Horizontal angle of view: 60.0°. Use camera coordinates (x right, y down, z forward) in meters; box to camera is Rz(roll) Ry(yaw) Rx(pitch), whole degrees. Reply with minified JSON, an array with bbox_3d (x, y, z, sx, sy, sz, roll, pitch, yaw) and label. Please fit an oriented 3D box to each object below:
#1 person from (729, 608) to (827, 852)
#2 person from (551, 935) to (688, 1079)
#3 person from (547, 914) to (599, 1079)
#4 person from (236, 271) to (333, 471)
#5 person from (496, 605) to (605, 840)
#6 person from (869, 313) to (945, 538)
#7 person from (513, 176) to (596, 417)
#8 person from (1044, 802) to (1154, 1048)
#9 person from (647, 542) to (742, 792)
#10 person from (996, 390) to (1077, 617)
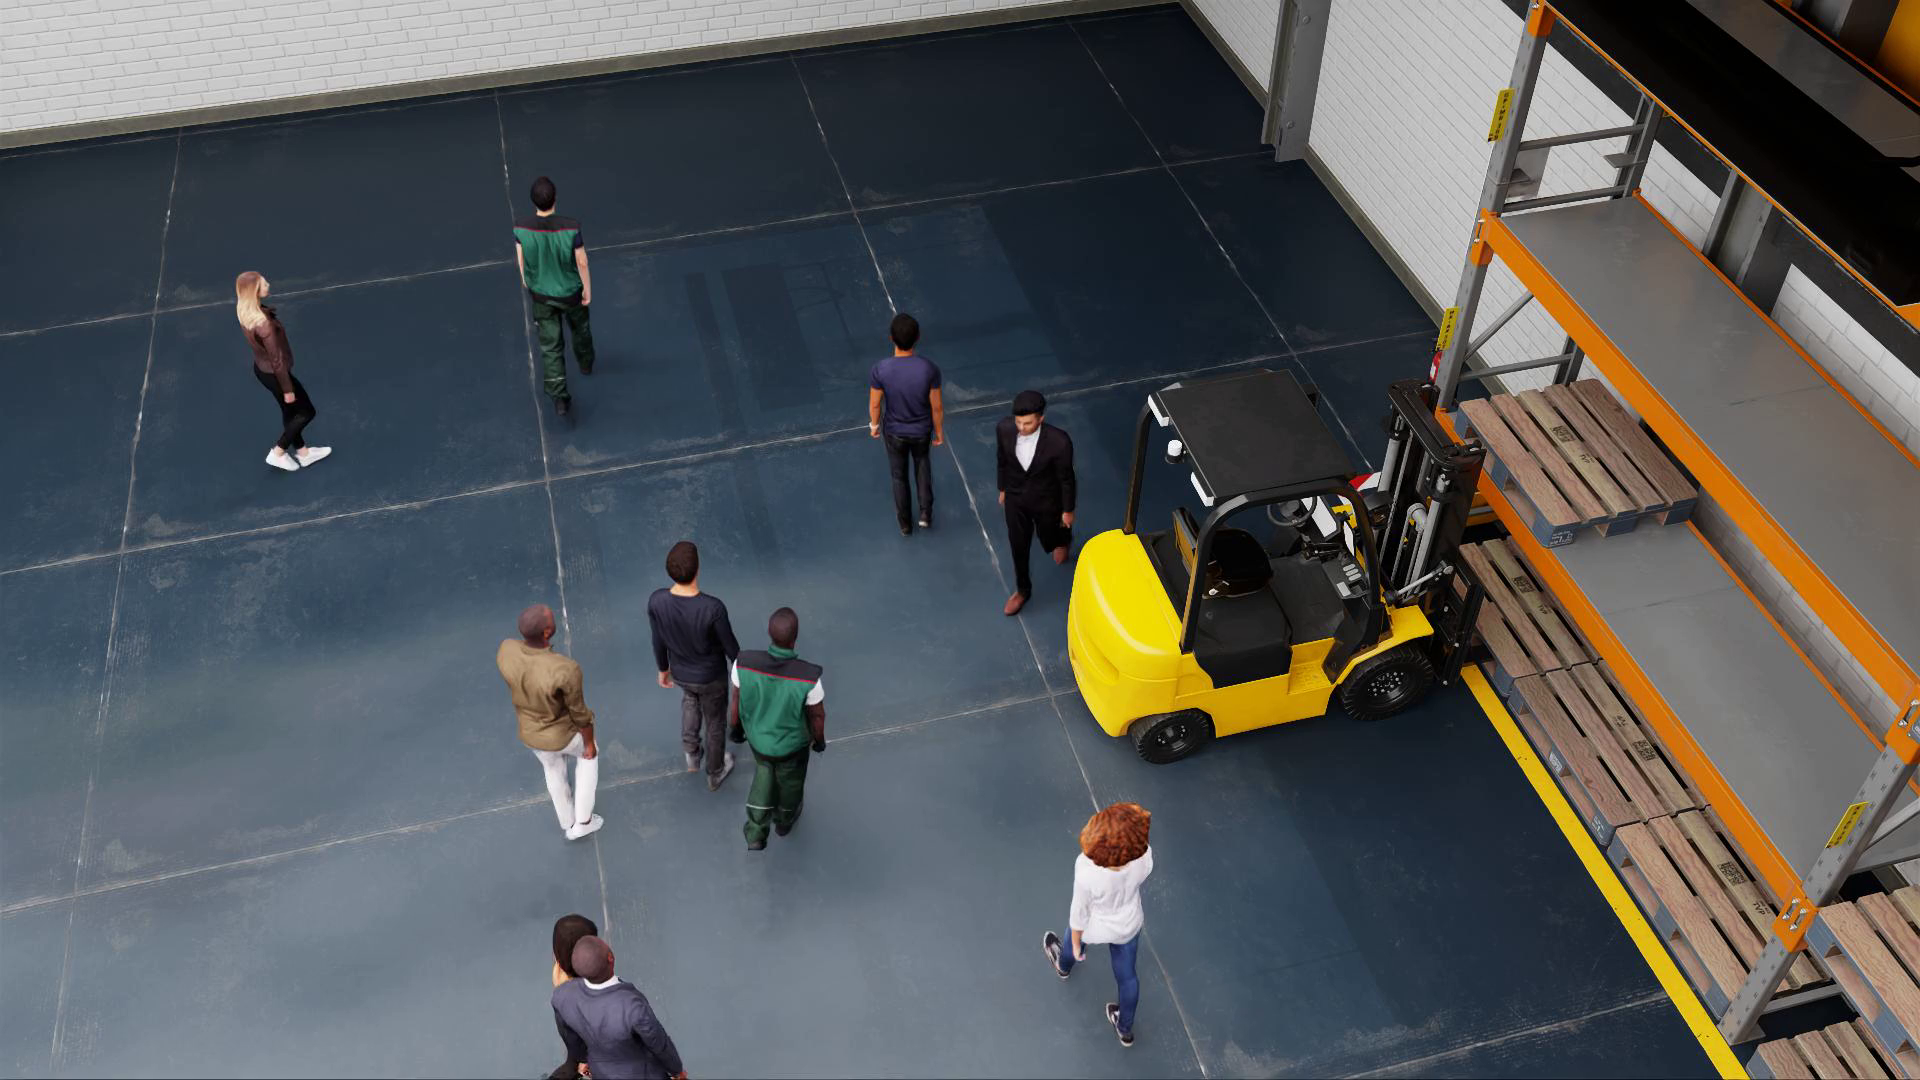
[{"bbox_3d":[-1.041,1.161,9.404,0.943,1.819,1.020,7,44,8],"label":"person"},{"bbox_3d":[-1.622,2.569,7.953,1.155,1.782,1.224,23,48,23],"label":"person"},{"bbox_3d":[-1.943,2.392,8.254,0.672,1.623,0.861,-8,44,-8],"label":"person"},{"bbox_3d":[-4.967,-1.155,11.924,0.835,1.696,0.781,-31,51,-28],"label":"person"},{"bbox_3d":[-2.345,1.124,9.449,0.850,1.810,0.872,13,45,13],"label":"person"},{"bbox_3d":[-0.347,-0.709,11.396,0.671,1.779,0.687,-8,44,-8],"label":"person"},{"bbox_3d":[-3.042,-1.803,12.485,0.781,1.862,1.249,-6,44,-6],"label":"person"},{"bbox_3d":[0.801,2.034,8.584,0.657,1.686,0.982,-11,45,-11],"label":"person"},{"bbox_3d":[-1.552,0.832,9.724,0.771,1.854,0.798,12,45,12],"label":"person"},{"bbox_3d":[0.531,-0.335,10.954,1.090,1.847,1.167,19,47,19],"label":"person"}]
